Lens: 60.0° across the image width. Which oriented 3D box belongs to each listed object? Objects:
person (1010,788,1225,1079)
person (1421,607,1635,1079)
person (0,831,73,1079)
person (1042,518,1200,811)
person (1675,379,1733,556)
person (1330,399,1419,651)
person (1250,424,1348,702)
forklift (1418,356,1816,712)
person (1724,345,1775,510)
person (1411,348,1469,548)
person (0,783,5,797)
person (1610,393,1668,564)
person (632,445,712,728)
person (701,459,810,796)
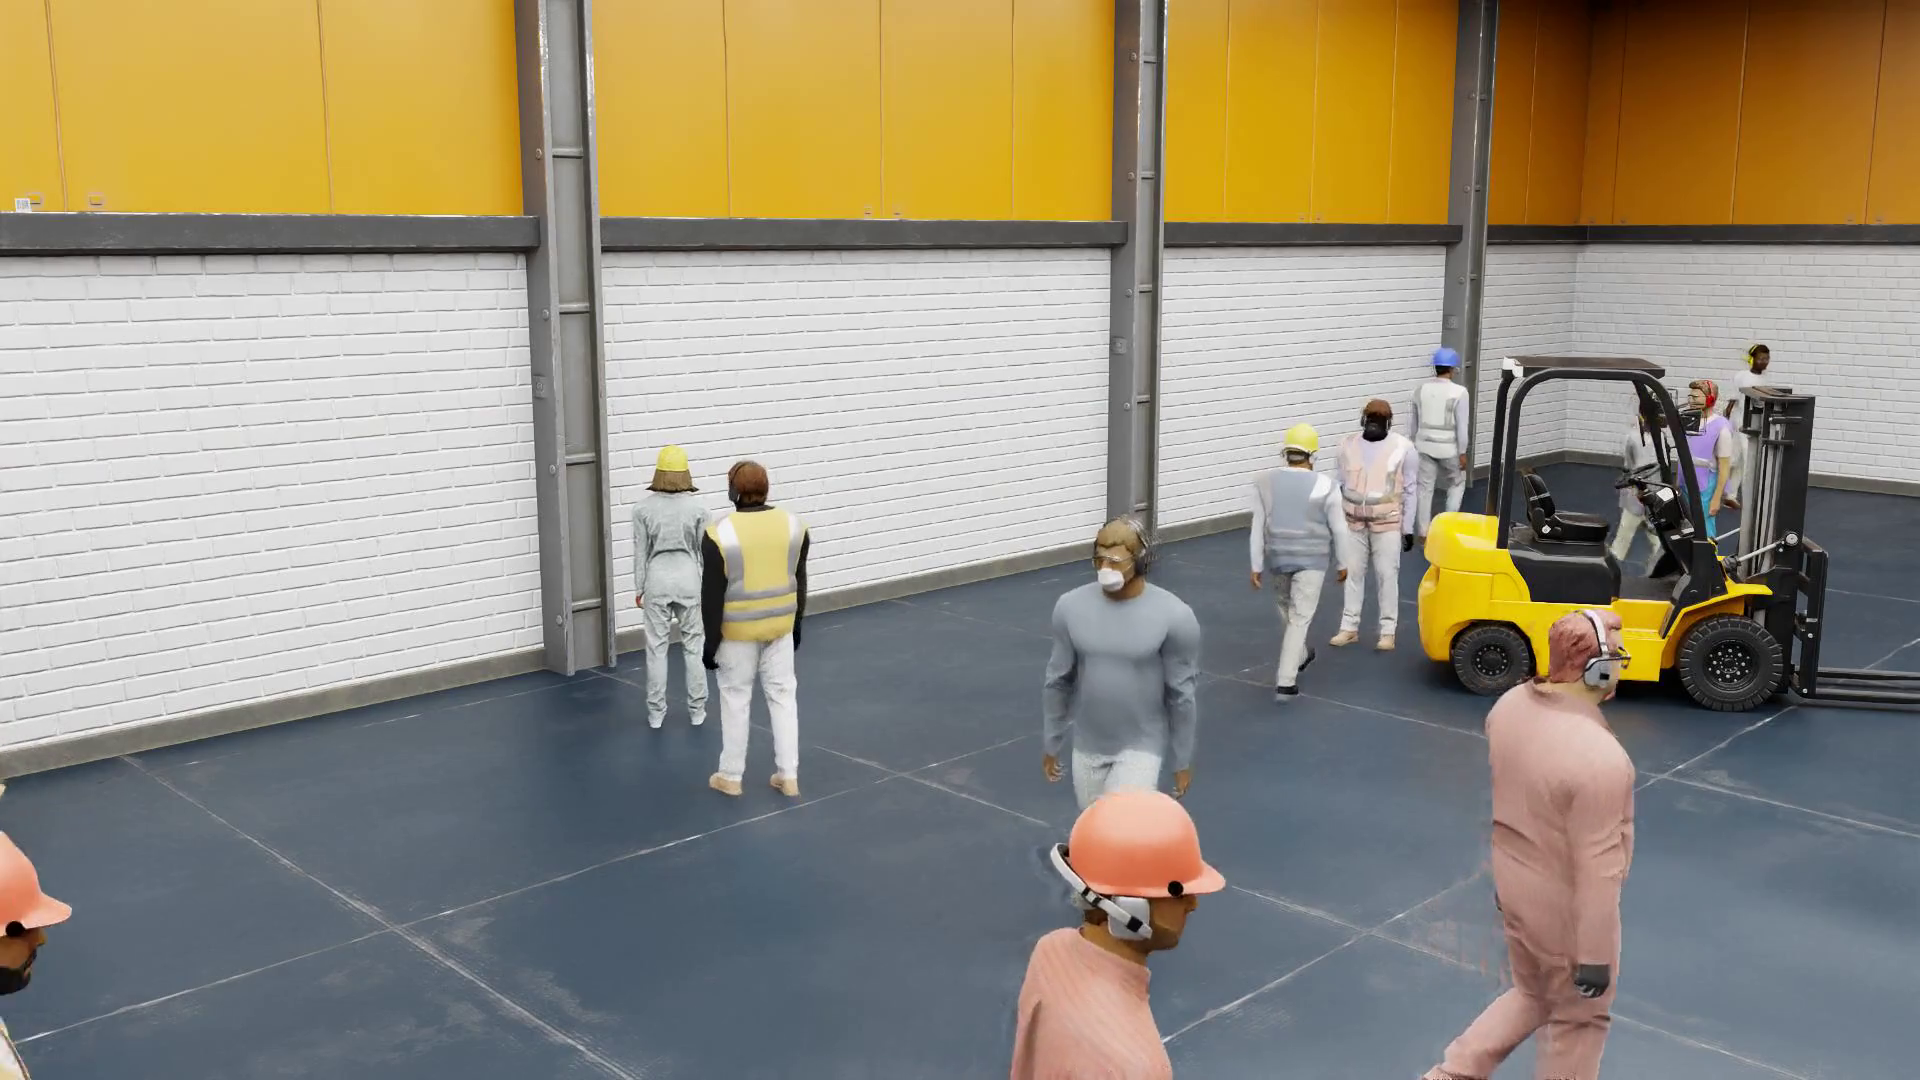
[{"bbox_3d":[0.162,1.448,3.297,0.837,1.967,0.631,-2,11,-9],"label":"person"},{"bbox_3d":[1.817,1.132,5.176,0.642,1.890,0.661,-2,11,-11],"label":"person"},{"bbox_3d":[-1.795,1.474,3.238,0.656,1.914,0.555,-7,12,-34],"label":"person"},{"bbox_3d":[0.673,0.828,6.830,0.643,1.904,0.959,6,12,30],"label":"person"},{"bbox_3d":[6.052,-0.390,13.602,0.382,1.845,0.571,-2,11,-12],"label":"person"},{"bbox_3d":[2.990,-0.109,12.119,0.657,1.837,0.430,6,12,29],"label":"person"},{"bbox_3d":[2.251,0.126,10.975,0.593,1.778,0.966,7,12,32],"label":"person"},{"bbox_3d":[4.276,-0.101,11.076,2.313,2.155,1.214,2,11,13],"label":"forklift"},{"bbox_3d":[8.635,-1.190,18.016,0.521,1.827,0.882,-4,11,-19],"label":"person"},{"bbox_3d":[4.686,-0.891,16.091,0.638,1.928,0.655,10,14,43],"label":"person"},{"bbox_3d":[-4.991,0.573,7.977,0.470,1.980,0.642,-9,14,-42],"label":"person"},{"bbox_3d":[5.265,-0.237,12.869,0.999,1.822,0.512,9,14,41],"label":"person"},{"bbox_3d":[-1.755,0.286,10.215,0.486,1.741,0.316,-2,11,-10],"label":"person"},{"bbox_3d":[-1.106,0.476,8.925,0.633,1.843,0.429,-6,12,-32],"label":"person"}]
